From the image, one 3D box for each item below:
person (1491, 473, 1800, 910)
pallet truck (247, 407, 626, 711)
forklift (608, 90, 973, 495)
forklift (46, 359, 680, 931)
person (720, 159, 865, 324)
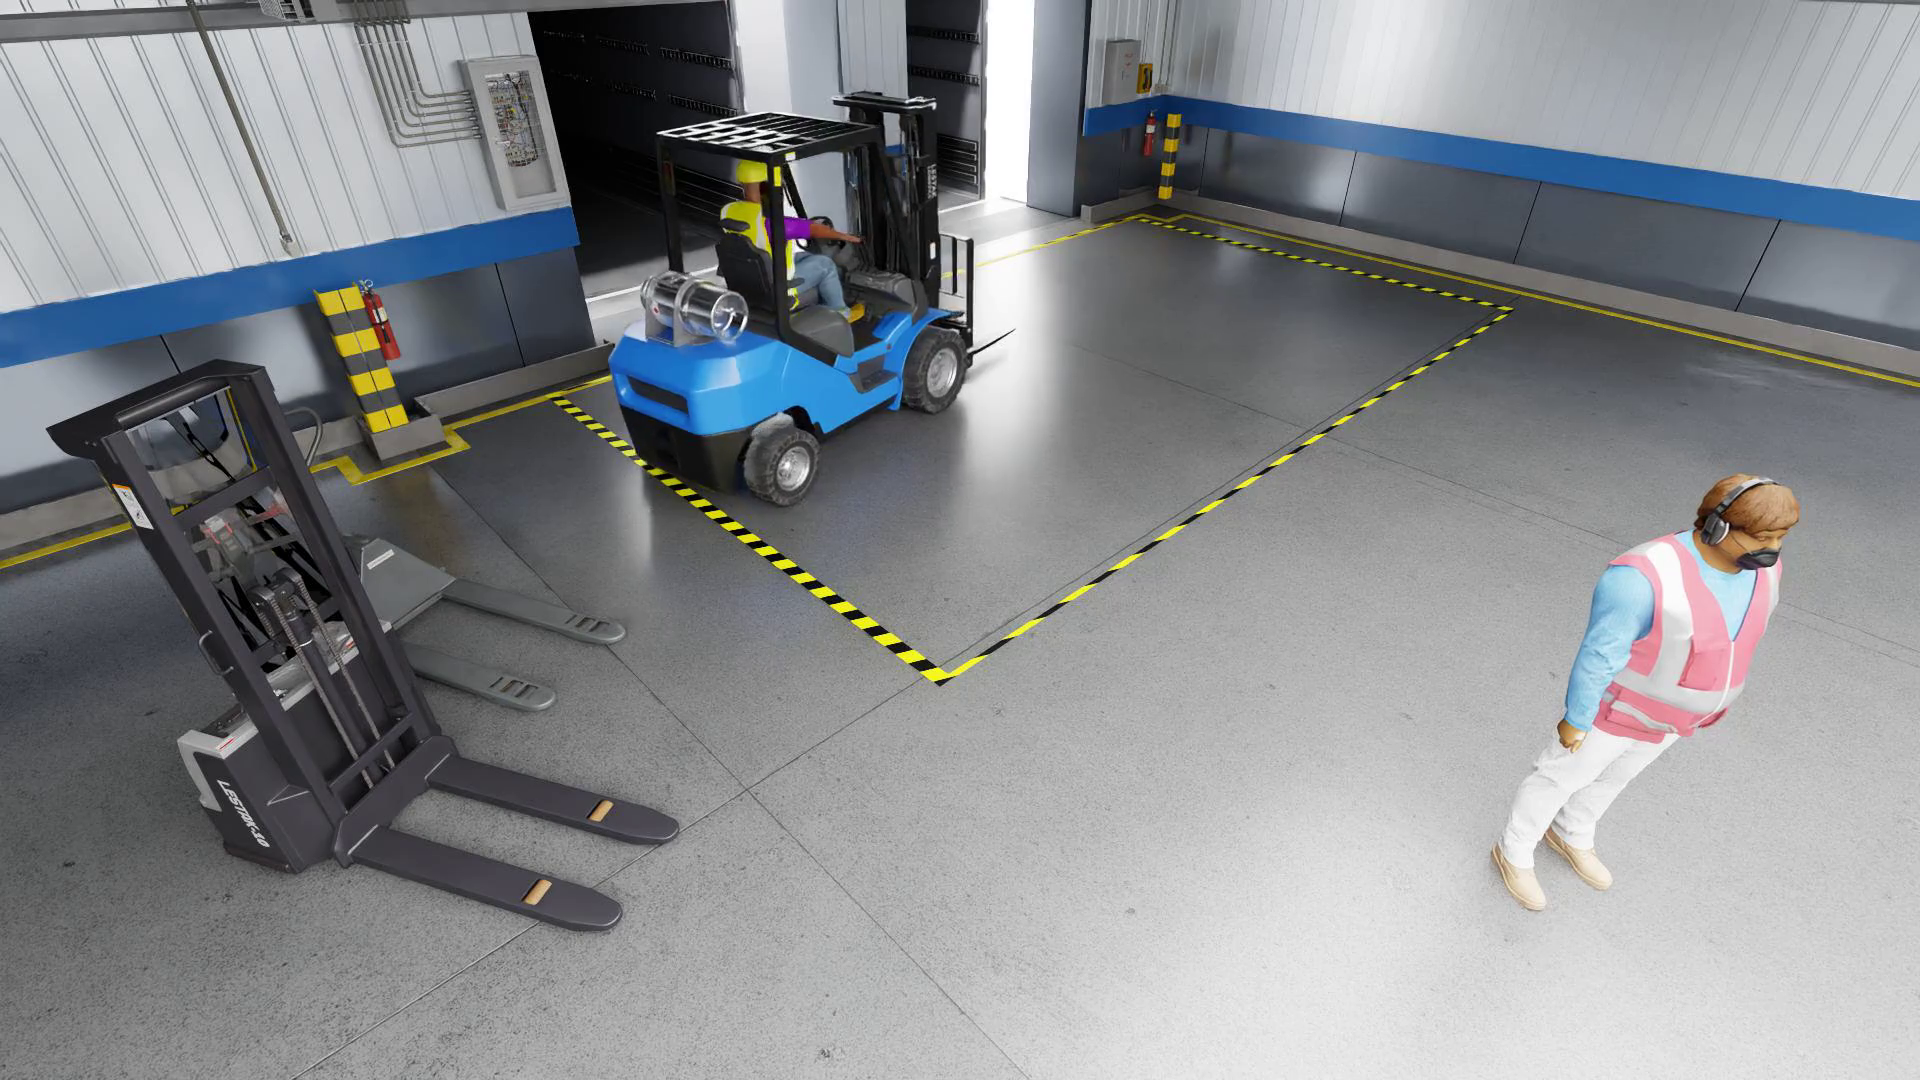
[{"bbox_3d":[2.407,0.588,3.247,0.621,1.845,0.430,-8,35,-12],"label":"person"},{"bbox_3d":[-2.628,0.038,4.590,1.601,1.201,0.680,12,36,18],"label":"pallet truck"},{"bbox_3d":[-1.117,-1.811,6.322,1.157,2.036,2.680,22,40,29],"label":"forklift"},{"bbox_3d":[-2.135,0.422,3.354,1.885,1.965,0.823,10,35,14],"label":"forklift"},{"bbox_3d":[-1.076,-1.991,6.253,0.635,1.293,1.004,22,40,29],"label":"person"}]
